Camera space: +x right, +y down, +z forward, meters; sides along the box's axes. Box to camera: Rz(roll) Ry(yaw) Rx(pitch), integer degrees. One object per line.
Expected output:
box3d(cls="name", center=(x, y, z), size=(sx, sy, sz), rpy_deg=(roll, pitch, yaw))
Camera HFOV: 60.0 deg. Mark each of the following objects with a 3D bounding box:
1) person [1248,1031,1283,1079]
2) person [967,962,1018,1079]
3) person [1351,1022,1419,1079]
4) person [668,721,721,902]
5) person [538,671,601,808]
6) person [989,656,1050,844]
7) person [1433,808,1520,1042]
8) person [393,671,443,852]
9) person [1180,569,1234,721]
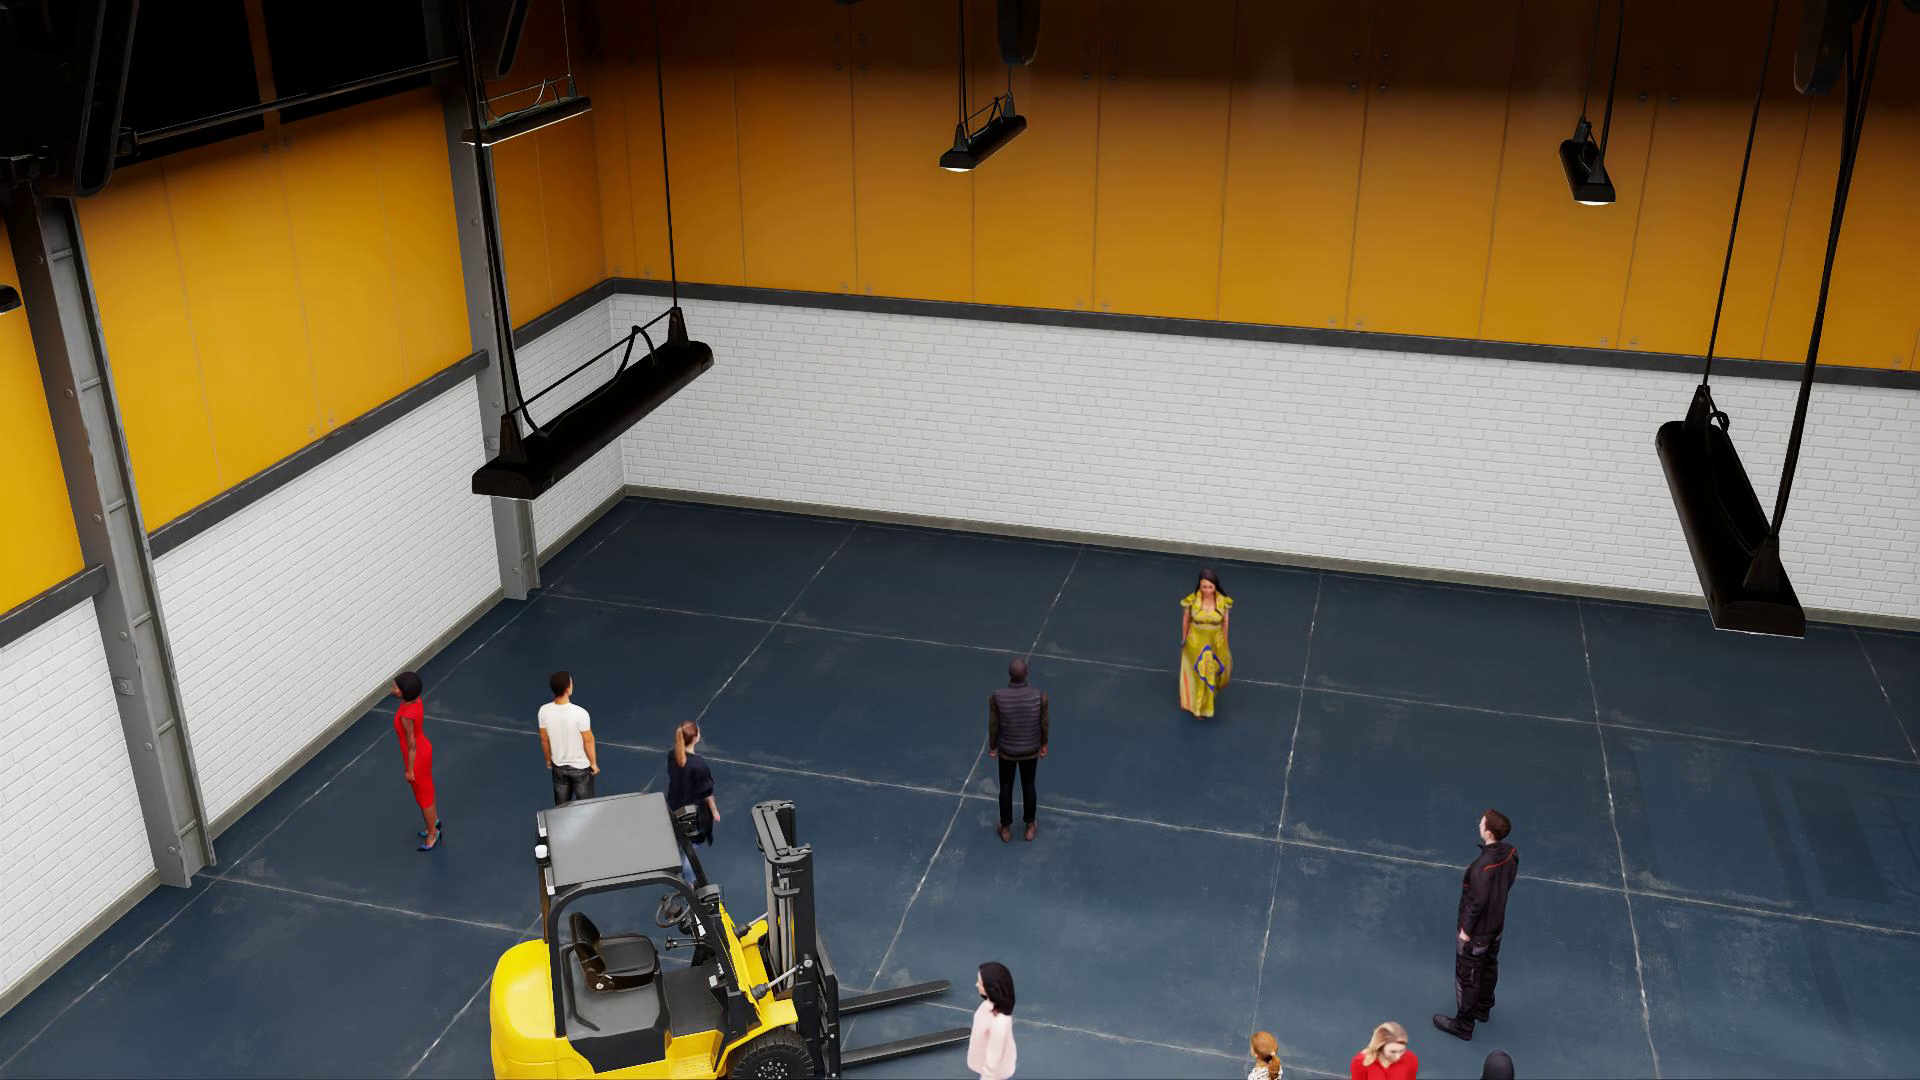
box3d(cls="person", center=(2.062, 3.851, 11.018), size=(0.882, 1.288, 0.888), rpy_deg=(-16, 28, -32))
box3d(cls="person", center=(0.250, 3.543, 11.123), size=(0.747, 1.768, 0.550), rpy_deg=(2, 24, 4))
box3d(cls="person", center=(2.690, 3.722, 10.833), size=(0.712, 1.674, 0.804), rpy_deg=(0, 24, 1))
box3d(cls="person", center=(-2.336, 2.323, 14.036), size=(0.819, 1.672, 0.769), rpy_deg=(-21, 31, -40))
box3d(cls="person", center=(-3.438, 1.981, 14.660), size=(0.659, 1.798, 0.550), rpy_deg=(4, 24, 10))
box3d(cls="person", center=(0.519, 1.864, 14.880), size=(0.757, 1.836, 0.691), rpy_deg=(-1, 24, -2))
box3d(cls="person", center=(3.912, 2.863, 12.499), size=(0.722, 1.912, 0.840), rpy_deg=(-21, 31, -39))
box3d(cls="person", center=(-4.824, 1.951, 14.798), size=(0.698, 1.744, 0.579), rpy_deg=(-5, 24, -11))
box3d(cls="person", center=(2.503, 1.019, 17.054), size=(0.944, 1.644, 1.083), rpy_deg=(-1, 24, -2))
